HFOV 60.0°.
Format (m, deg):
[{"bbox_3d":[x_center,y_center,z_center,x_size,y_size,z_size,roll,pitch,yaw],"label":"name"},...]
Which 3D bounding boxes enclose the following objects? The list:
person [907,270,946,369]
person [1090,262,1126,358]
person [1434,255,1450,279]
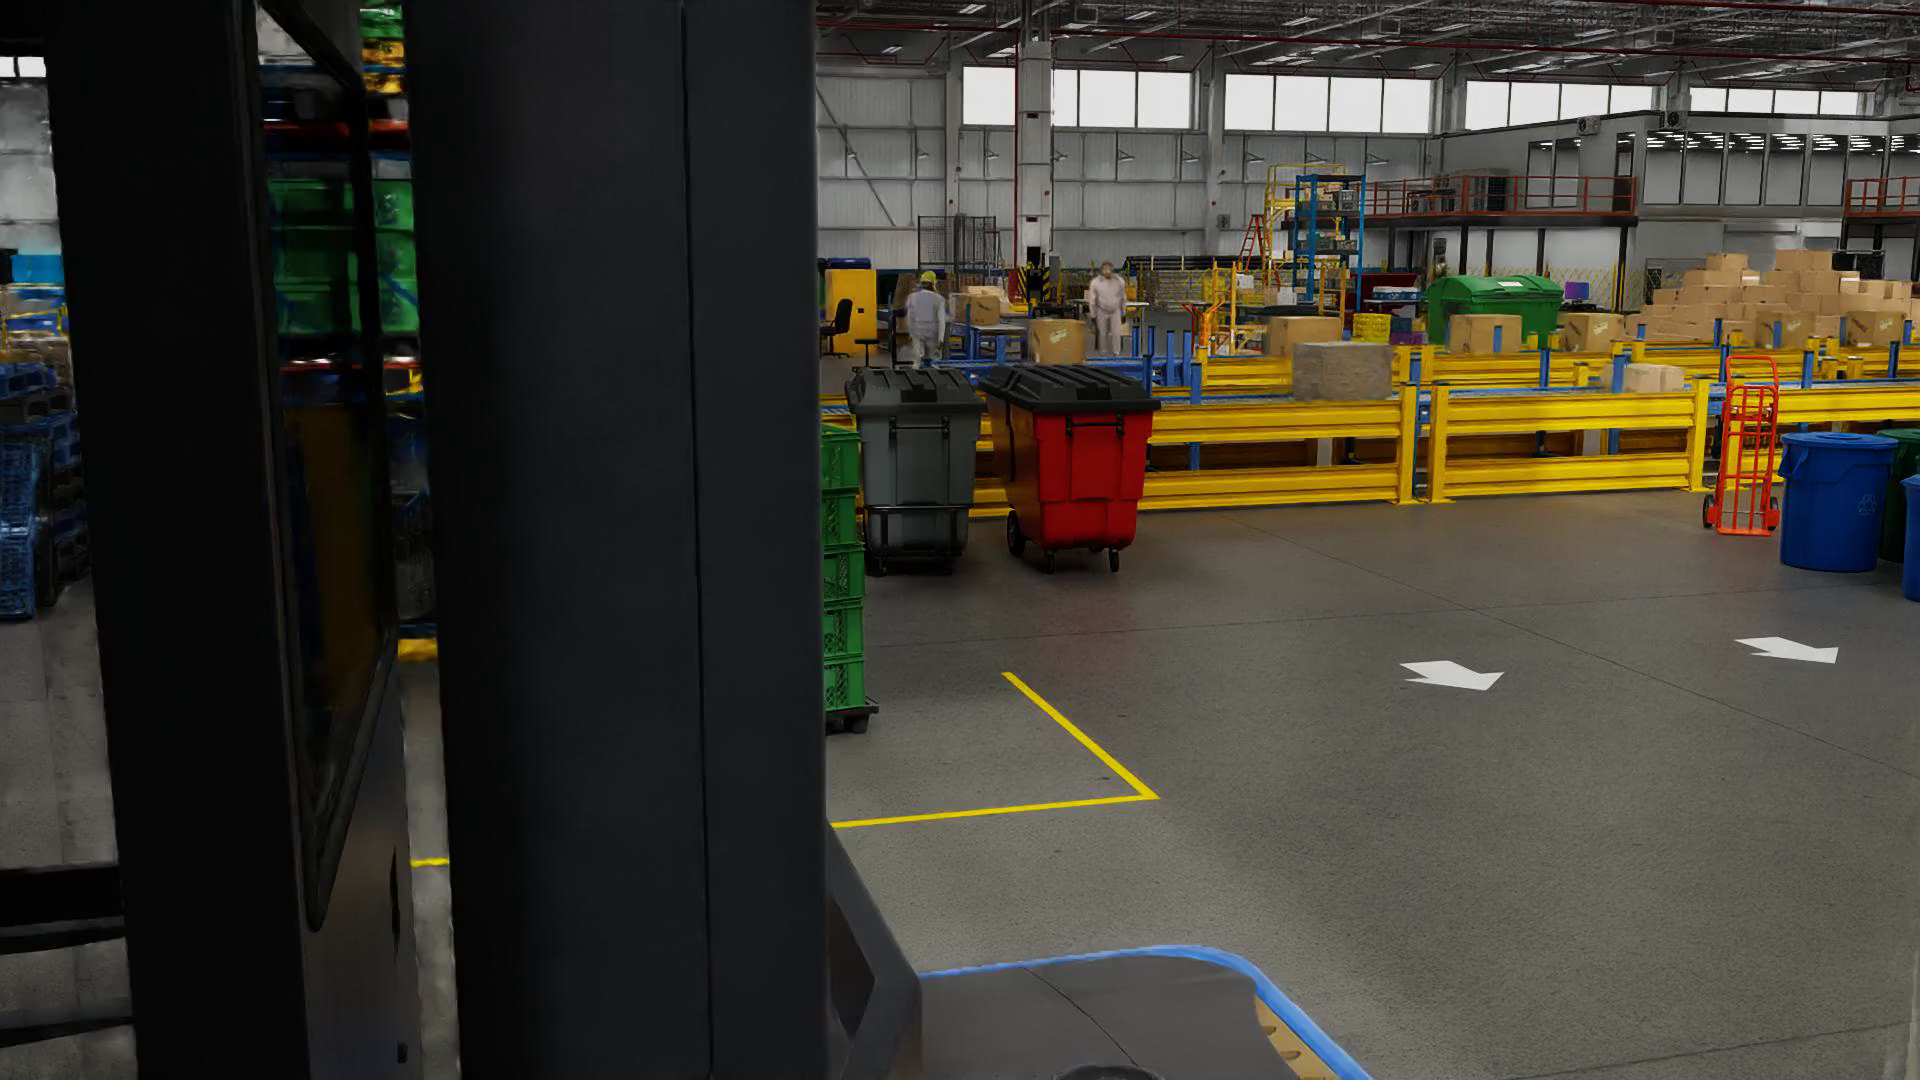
[{"bbox_3d":[-0.460,-2.880,23.341,0.592,1.798,0.805,2,10,13],"label":"person"},{"bbox_3d":[2.634,-3.998,29.517,0.665,1.846,1.023,0,10,-2],"label":"person"},{"bbox_3d":[16.176,-8.667,56.050,0.538,1.819,0.751,-1,10,-6],"label":"person"}]
